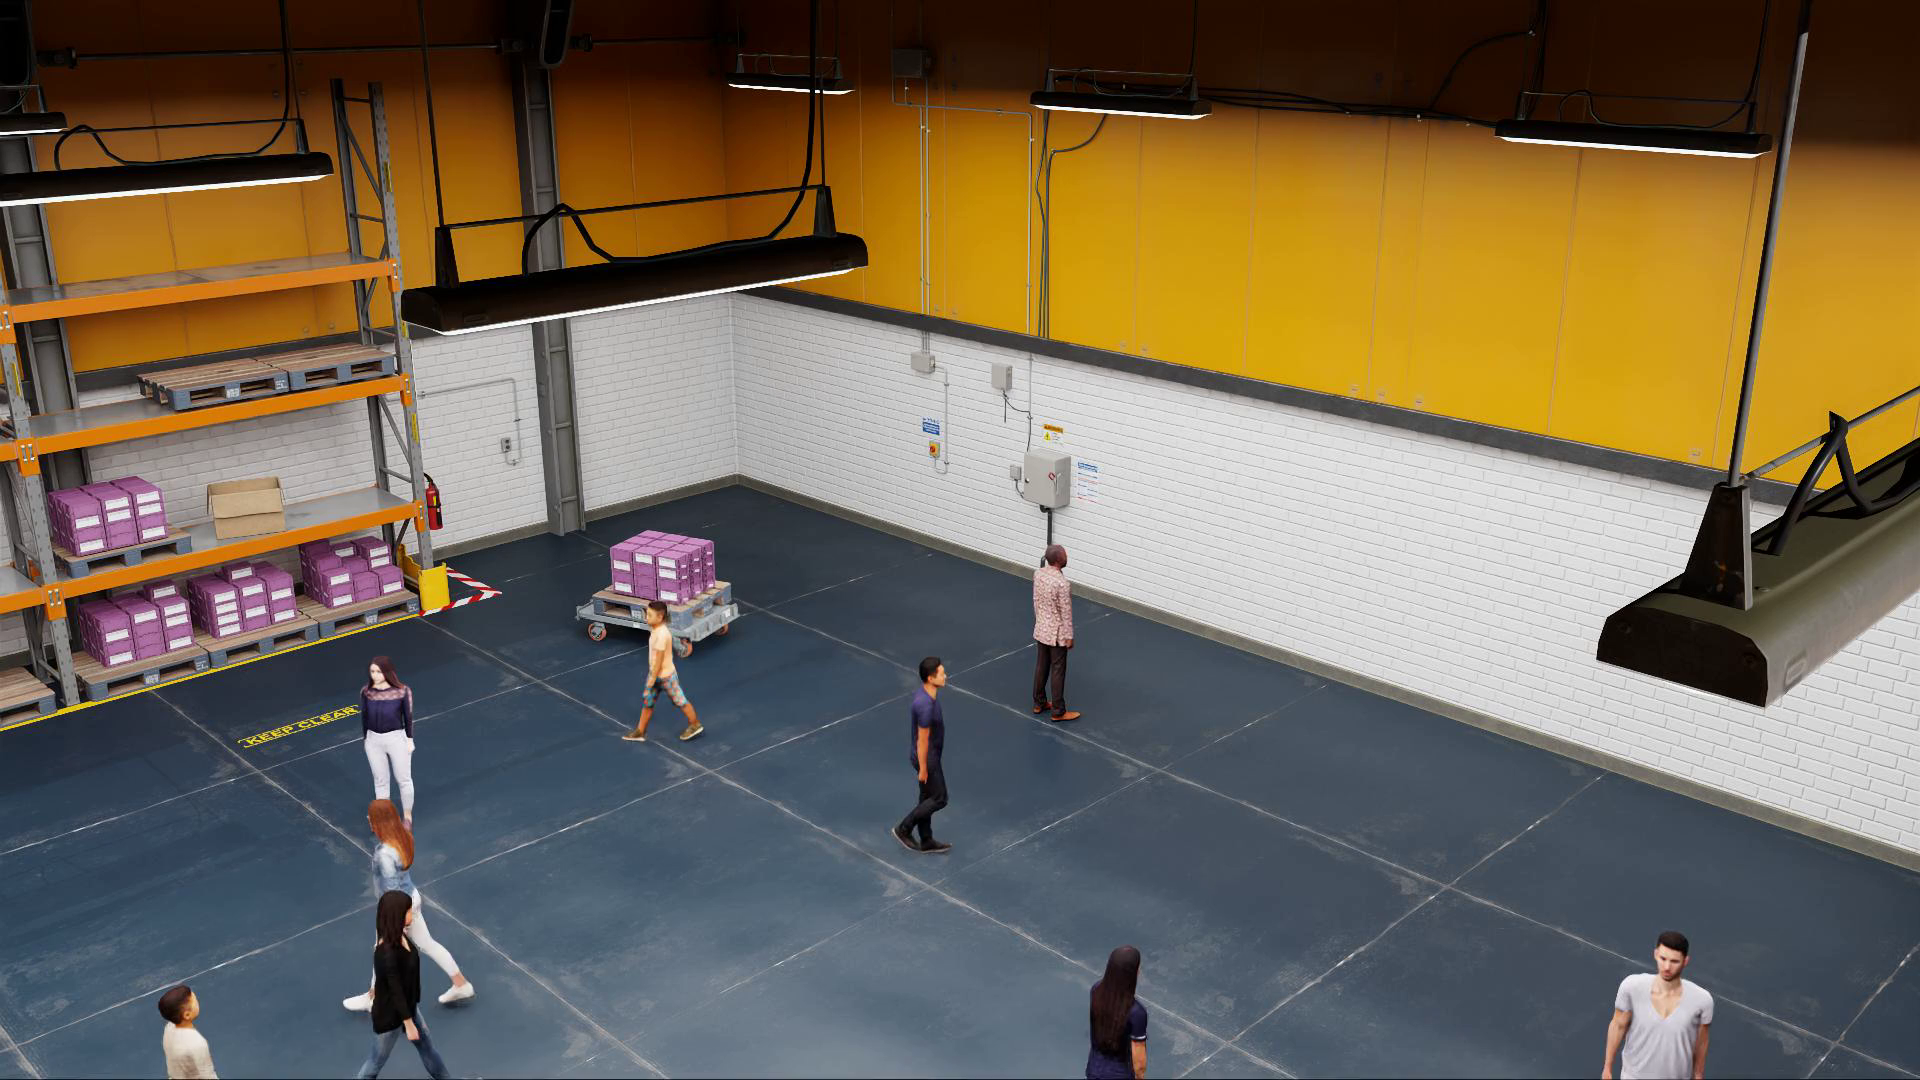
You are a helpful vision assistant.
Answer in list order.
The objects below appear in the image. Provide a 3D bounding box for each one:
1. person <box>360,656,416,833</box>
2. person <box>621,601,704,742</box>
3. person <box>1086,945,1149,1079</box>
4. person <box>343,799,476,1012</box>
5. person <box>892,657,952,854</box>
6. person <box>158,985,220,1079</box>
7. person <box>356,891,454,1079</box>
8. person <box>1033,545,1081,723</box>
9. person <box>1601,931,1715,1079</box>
[{"bbox_3d":[-4.921,1.755,14.301,0.681,1.607,0.736,0,19,1],"label":"person"},{"bbox_3d":[-2.784,1.279,16.001,1.055,1.424,0.684,-11,21,-29],"label":"person"},{"bbox_3d":[0.859,3.197,9.788,0.583,1.755,0.808,17,25,42],"label":"person"},{"bbox_3d":[-3.839,2.601,11.708,1.176,1.659,1.126,0,19,0],"label":"person"},{"bbox_3d":[-0.355,1.810,13.862,0.912,1.784,0.852,0,19,0],"label":"person"},{"bbox_3d":[-4.611,3.329,9.863,0.608,1.457,0.619,13,23,34],"label":"person"},{"bbox_3d":[-3.674,3.014,10.584,1.171,1.594,0.988,-3,19,-9],"label":"person"},{"bbox_3d":[0.922,0.905,16.509,0.639,1.808,0.726,-13,22,-33],"label":"person"},{"bbox_3d":[4.162,3.113,9.920,0.881,1.829,1.076,10,21,27],"label":"person"}]
